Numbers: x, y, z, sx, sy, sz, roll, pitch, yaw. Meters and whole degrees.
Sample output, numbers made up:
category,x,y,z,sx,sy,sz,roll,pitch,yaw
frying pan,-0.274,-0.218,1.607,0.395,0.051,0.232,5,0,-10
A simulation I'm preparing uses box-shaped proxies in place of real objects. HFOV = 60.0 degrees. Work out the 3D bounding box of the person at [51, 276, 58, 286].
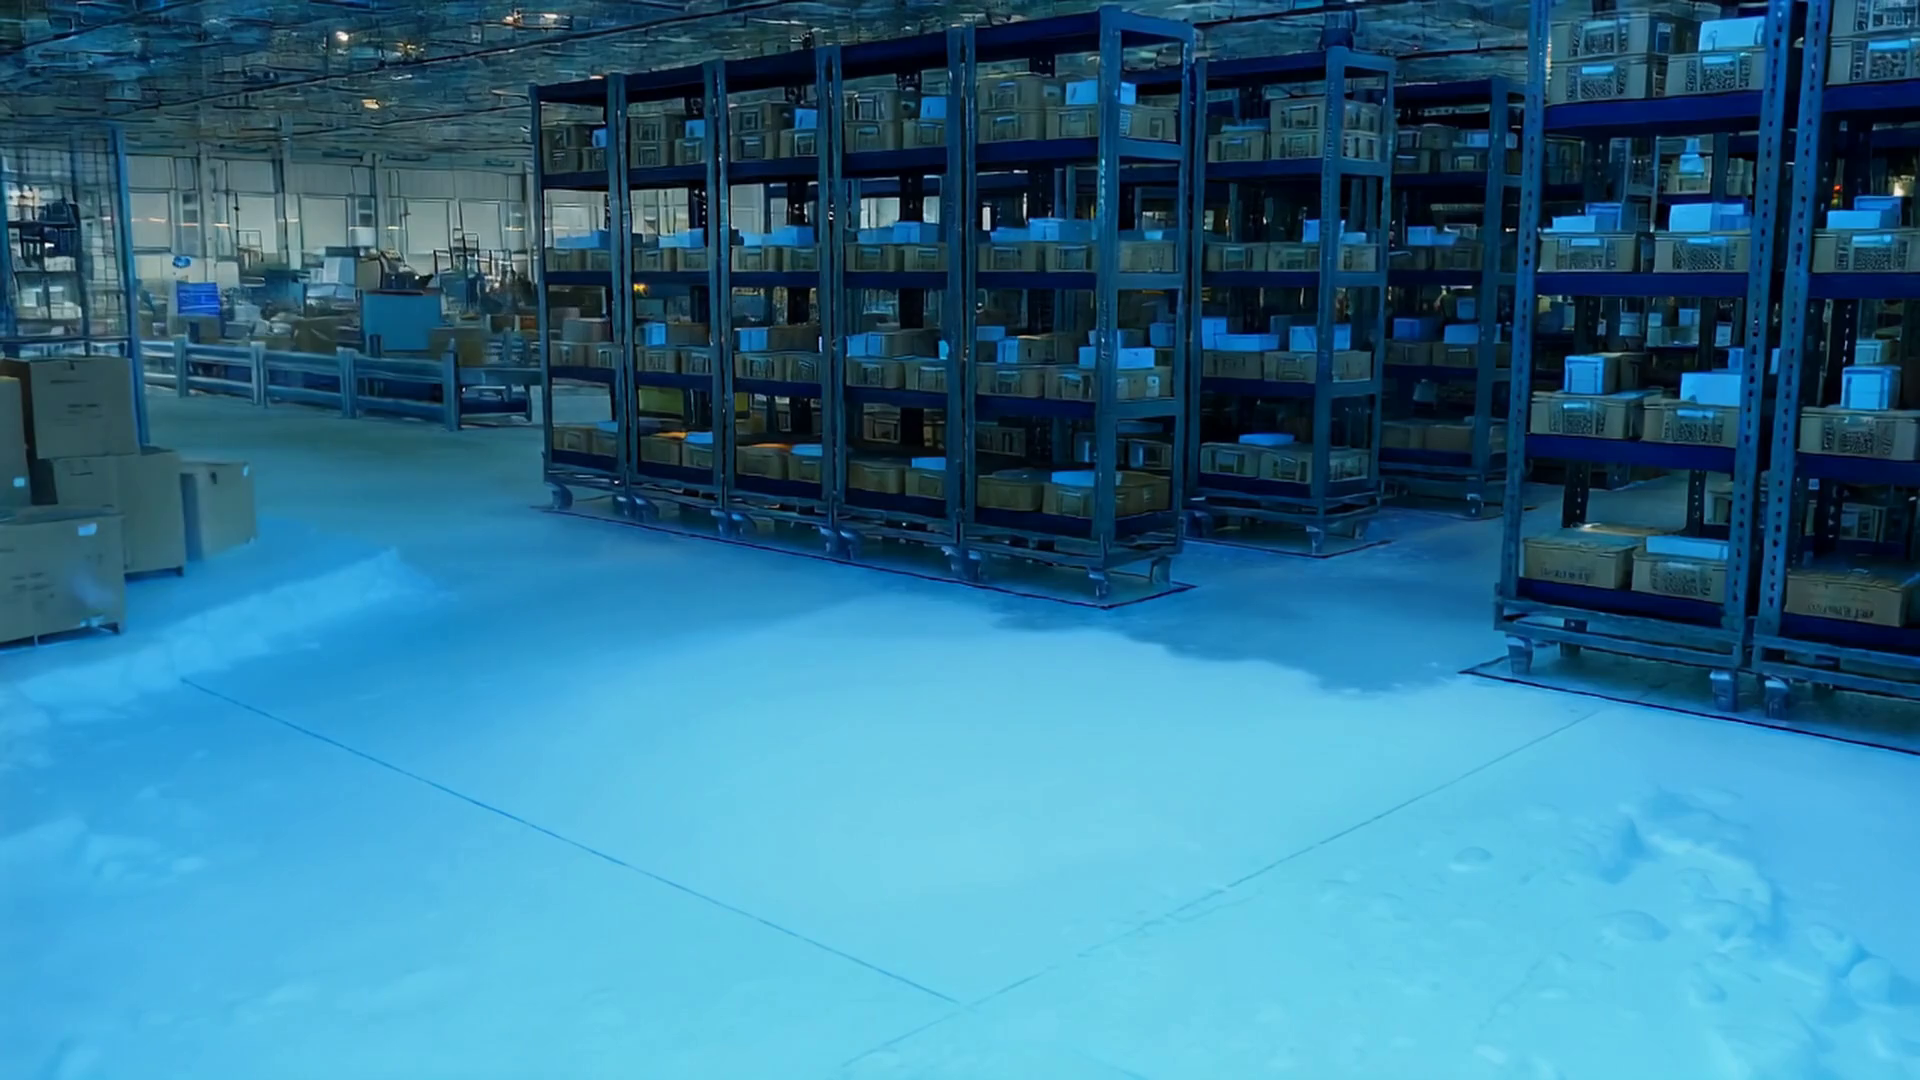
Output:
category,x,y,z,sx,sy,sz,roll,pitch,yaw
person,-38.331,-10.408,70.640,0.631,1.940,0.372,-2,10,-14

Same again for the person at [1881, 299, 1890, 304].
category,x,y,z,sx,sy,sz,roll,pitch,yaw
person,22.797,-5.612,41.244,0.378,1.932,0.551,-2,9,-12

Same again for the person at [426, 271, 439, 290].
category,x,y,z,sx,sy,sz,roll,pitch,yaw
person,-18.740,-8.583,59.282,0.613,1.993,0.379,5,11,29

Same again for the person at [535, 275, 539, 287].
category,x,y,z,sx,sy,sz,roll,pitch,yaw
person,-19.640,-11.496,77.649,0.536,1.825,0.432,3,10,17

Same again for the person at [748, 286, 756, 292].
category,x,y,z,sx,sy,sz,roll,pitch,yaw
person,-9.493,-11.117,75.298,0.532,1.825,0.948,5,11,29

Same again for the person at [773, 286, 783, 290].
category,x,y,z,sx,sy,sz,roll,pitch,yaw
person,-7.536,-10.074,68.612,0.663,1.918,0.834,-2,10,-13

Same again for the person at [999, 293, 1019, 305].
category,x,y,z,sx,sy,sz,roll,pitch,yaw
person,0.604,-2.254,20.998,0.403,1.824,0.586,1,9,7

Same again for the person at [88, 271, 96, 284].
category,x,y,z,sx,sy,sz,roll,pitch,yaw
person,-41.468,-11.862,79.521,0.405,1.946,0.610,-6,11,-31

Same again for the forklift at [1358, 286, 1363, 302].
category,x,y,z,sx,sy,sz,roll,pitch,yaw
forklift,11.100,-7.017,46.970,1.873,2.768,1.129,9,13,43

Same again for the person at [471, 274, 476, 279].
category,x,y,z,sx,sy,sz,roll,pitch,yaw
person,-21.802,-10.975,74.476,0.540,1.826,0.941,7,11,36

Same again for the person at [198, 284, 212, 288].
category,x,y,z,sx,sy,sz,roll,pitch,yaw
person,-37.233,-12.228,82.096,0.627,1.844,0.429,-2,10,-15

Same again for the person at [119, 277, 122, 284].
category,x,y,z,sx,sy,sz,roll,pitch,yaw
person,-33.003,-9.615,65.900,0.405,1.903,0.584,3,10,16

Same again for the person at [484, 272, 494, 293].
category,x,y,z,sx,sy,sz,roll,pitch,yaw
person,-23.542,-12.424,83.134,0.620,1.894,0.753,-7,11,-36

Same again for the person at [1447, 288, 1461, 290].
category,x,y,z,sx,sy,sz,roll,pitch,yaw
person,18.836,-9.291,63.610,0.607,2.003,1.033,5,10,27

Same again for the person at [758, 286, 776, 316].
category,x,y,z,sx,sy,sz,roll,pitch,yaw
person,-5.438,-6.341,46.353,0.543,1.731,0.854,-8,12,-40

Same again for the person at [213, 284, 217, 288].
category,x,y,z,sx,sy,sz,roll,pitch,yaw
person,-37.098,-12.326,83.174,0.506,1.687,0.941,-4,10,-23

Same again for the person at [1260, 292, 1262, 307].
category,x,y,z,sx,sy,sz,roll,pitch,yaw
person,9.894,-7.804,55.680,0.505,1.610,0.742,8,12,40

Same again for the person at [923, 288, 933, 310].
category,x,y,z,sx,sy,sz,roll,pitch,yaw
person,-1.207,-8.323,58.316,0.921,1.792,0.605,8,12,41

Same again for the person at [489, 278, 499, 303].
category,x,y,z,sx,sy,sz,roll,pitch,yaw
person,-16.644,-8.489,59.432,0.331,1.760,0.527,-1,9,-3
